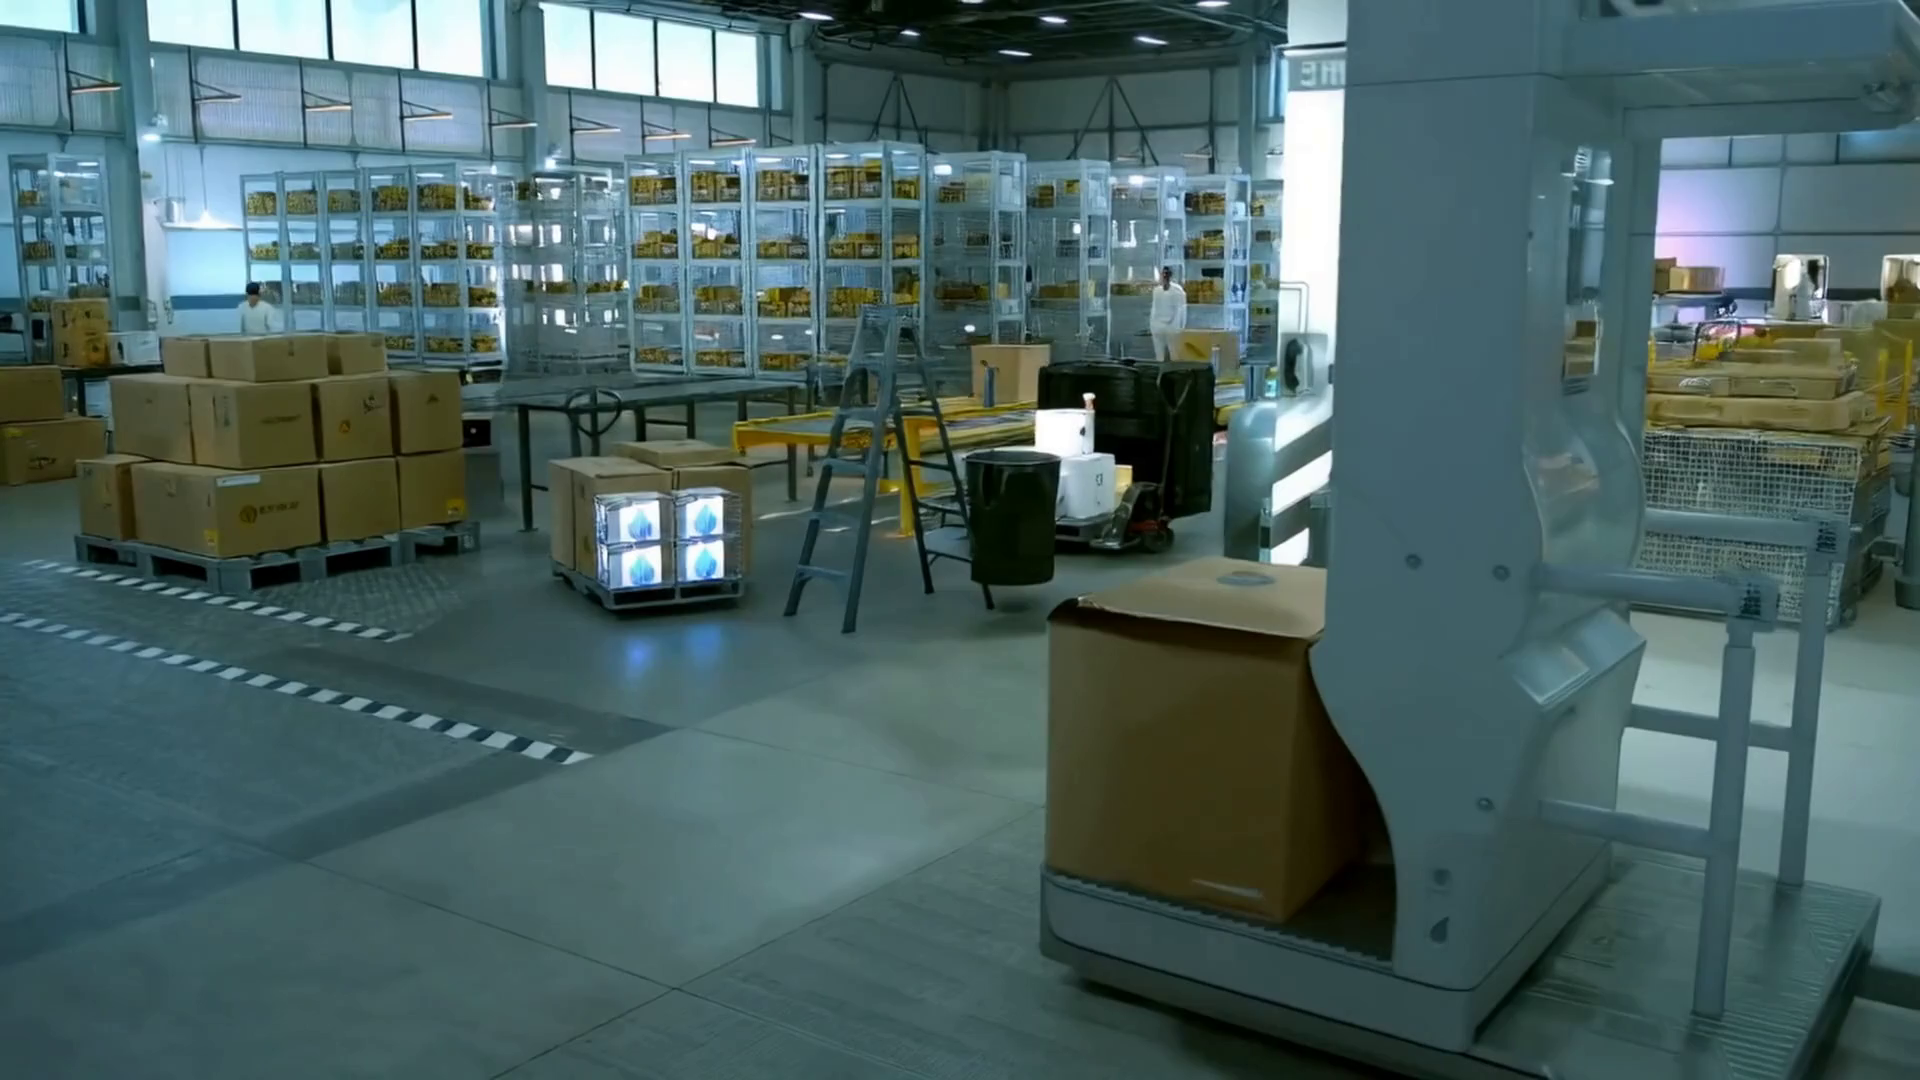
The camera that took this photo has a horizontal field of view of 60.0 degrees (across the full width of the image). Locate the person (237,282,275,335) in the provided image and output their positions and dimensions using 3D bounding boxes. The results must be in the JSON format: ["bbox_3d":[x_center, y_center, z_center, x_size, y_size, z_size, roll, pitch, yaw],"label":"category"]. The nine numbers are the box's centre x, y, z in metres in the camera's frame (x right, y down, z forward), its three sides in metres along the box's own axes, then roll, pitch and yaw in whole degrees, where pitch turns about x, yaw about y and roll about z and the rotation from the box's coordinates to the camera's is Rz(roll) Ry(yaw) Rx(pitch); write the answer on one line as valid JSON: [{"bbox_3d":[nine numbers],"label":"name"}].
[{"bbox_3d":[-10.657,-3.048,25.189,0.584,1.696,0.907,0,10,1],"label":"person"}]

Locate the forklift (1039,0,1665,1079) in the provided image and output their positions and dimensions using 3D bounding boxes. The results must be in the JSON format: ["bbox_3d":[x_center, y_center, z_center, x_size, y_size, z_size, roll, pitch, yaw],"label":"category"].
[{"bbox_3d":[1.249,-0.137,4.360,1.873,2.768,1.129,7,12,35],"label":"forklift"}]

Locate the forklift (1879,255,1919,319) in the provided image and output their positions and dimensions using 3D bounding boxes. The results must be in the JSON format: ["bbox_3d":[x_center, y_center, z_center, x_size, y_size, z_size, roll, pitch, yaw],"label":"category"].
[{"bbox_3d":[22.089,-5.634,38.796,1.157,1.987,2.680,6,11,33],"label":"forklift"}]

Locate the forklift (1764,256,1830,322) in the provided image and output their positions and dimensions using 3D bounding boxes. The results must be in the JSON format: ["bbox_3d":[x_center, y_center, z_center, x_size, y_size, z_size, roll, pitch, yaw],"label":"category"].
[{"bbox_3d":[20.253,-5.854,40.139,1.157,1.987,2.680,7,12,35],"label":"forklift"}]

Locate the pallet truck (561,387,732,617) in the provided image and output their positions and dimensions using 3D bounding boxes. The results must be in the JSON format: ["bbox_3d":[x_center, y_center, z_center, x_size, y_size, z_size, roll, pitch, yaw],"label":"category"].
[{"bbox_3d":[-1.981,-0.274,10.088,0.680,1.201,1.601,-5,11,-28],"label":"pallet truck"}]

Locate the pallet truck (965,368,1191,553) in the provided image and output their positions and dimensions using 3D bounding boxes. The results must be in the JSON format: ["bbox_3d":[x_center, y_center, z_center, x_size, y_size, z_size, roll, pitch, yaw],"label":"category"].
[{"bbox_3d":[0.845,-0.609,11.869,1.630,1.274,0.653,7,12,35],"label":"pallet truck"}]

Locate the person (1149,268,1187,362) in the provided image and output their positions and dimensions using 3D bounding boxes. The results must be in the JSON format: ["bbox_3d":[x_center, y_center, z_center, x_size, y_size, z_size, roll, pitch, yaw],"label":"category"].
[{"bbox_3d":[3.376,-3.493,27.244,0.640,1.909,0.409,7,12,35],"label":"person"}]

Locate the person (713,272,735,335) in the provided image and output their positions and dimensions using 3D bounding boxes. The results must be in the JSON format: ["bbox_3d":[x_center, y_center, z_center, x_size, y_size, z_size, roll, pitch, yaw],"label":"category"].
[{"bbox_3d":[-4.294,-3.999,30.453,0.564,1.839,0.390,7,12,35],"label":"person"}]
